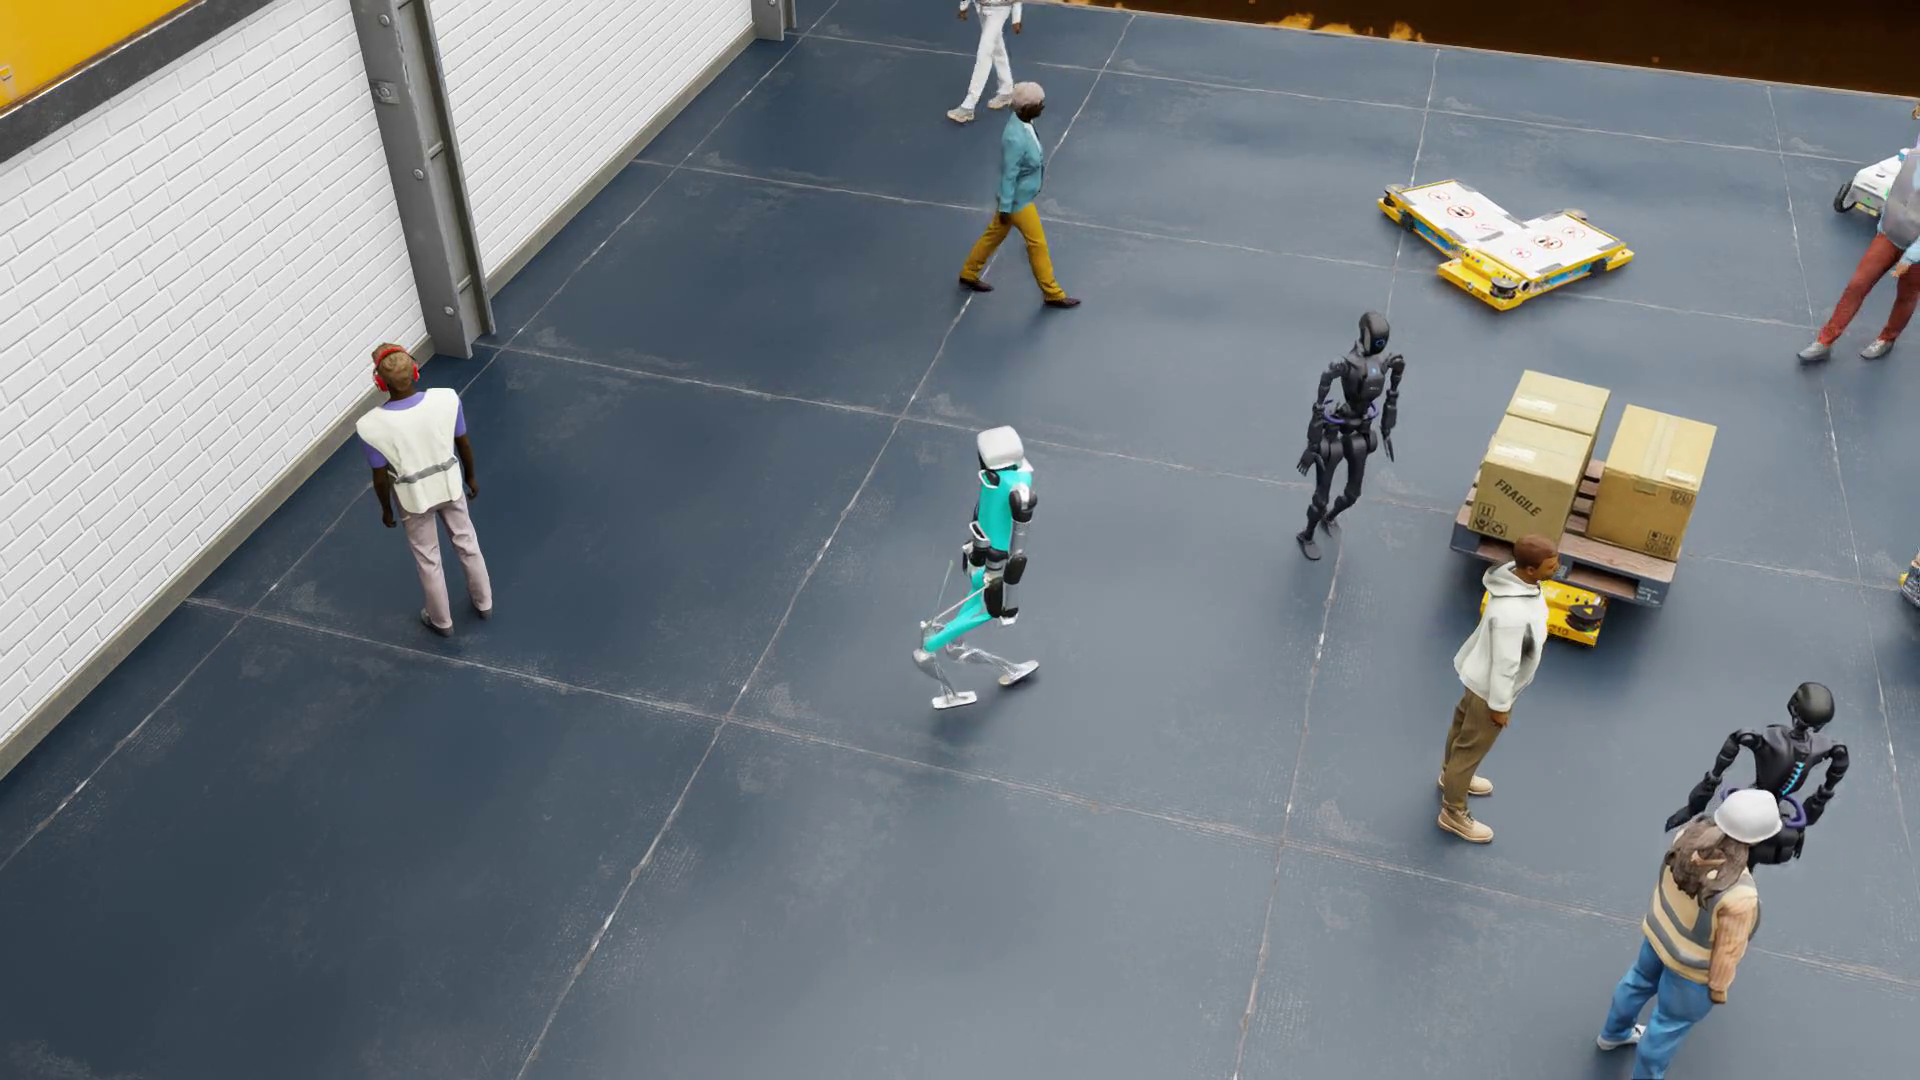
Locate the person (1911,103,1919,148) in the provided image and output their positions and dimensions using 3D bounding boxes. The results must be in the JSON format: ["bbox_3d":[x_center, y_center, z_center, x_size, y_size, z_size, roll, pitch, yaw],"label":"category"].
[{"bbox_3d":[7.738,-3.363,12.929,0.563,1.846,0.391,11,40,13],"label":"person"}]

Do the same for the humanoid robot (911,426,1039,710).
[{"bbox_3d":[0.040,0.241,8.544,0.910,1.771,0.544,-13,41,-16],"label":"humanoid robot"}]

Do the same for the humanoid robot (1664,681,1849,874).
[{"bbox_3d":[3.479,1.210,7.403,0.601,1.636,0.709,4,39,5],"label":"humanoid robot"}]

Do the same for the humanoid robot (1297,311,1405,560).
[{"bbox_3d":[2.234,-0.625,9.684,0.591,1.669,0.423,-12,40,-14],"label":"humanoid robot"}]

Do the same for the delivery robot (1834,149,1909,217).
[{"bbox_3d":[7.464,-2.831,13.292,0.789,0.587,0.499,-20,43,-24],"label":"delivery robot"}]

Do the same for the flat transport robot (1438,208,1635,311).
[{"bbox_3d":[4.407,-2.150,12.678,1.431,0.231,0.659,-21,43,-24],"label":"flat transport robot"}]

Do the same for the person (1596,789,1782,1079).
[{"bbox_3d":[2.966,1.650,6.796,0.377,1.722,0.496,-5,39,-7],"label":"person"}]

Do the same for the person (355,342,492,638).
[{"bbox_3d":[-2.890,-0.248,9.054,0.565,1.847,0.390,-25,45,-28],"label":"person"}]

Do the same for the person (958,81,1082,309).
[{"bbox_3d":[0.411,-2.480,11.947,0.934,1.696,0.543,4,39,5],"label":"person"}]

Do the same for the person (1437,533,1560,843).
[{"bbox_3d":[2.541,0.676,7.968,0.374,1.767,0.519,11,40,13],"label":"person"}]

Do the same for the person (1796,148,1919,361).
[{"bbox_3d":[6.292,-1.972,11.200,0.894,1.836,0.527,-20,43,-23],"label":"person"}]

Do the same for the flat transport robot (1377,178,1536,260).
[{"bbox_3d":[3.963,-2.441,13.041,0.659,0.231,1.431,-15,41,-18],"label":"flat transport robot"}]

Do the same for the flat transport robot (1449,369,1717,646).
[{"bbox_3d":[3.614,0.051,9.941,0.659,0.231,1.431,18,42,21],"label":"flat transport robot"}]

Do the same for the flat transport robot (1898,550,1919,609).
[{"bbox_3d":[6.057,0.555,9.314,0.659,0.231,1.431,-11,40,-14],"label":"flat transport robot"}]

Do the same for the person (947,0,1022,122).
[{"bbox_3d":[0.160,-4.568,14.422,0.909,1.847,0.610,-24,45,-27],"label":"person"}]
